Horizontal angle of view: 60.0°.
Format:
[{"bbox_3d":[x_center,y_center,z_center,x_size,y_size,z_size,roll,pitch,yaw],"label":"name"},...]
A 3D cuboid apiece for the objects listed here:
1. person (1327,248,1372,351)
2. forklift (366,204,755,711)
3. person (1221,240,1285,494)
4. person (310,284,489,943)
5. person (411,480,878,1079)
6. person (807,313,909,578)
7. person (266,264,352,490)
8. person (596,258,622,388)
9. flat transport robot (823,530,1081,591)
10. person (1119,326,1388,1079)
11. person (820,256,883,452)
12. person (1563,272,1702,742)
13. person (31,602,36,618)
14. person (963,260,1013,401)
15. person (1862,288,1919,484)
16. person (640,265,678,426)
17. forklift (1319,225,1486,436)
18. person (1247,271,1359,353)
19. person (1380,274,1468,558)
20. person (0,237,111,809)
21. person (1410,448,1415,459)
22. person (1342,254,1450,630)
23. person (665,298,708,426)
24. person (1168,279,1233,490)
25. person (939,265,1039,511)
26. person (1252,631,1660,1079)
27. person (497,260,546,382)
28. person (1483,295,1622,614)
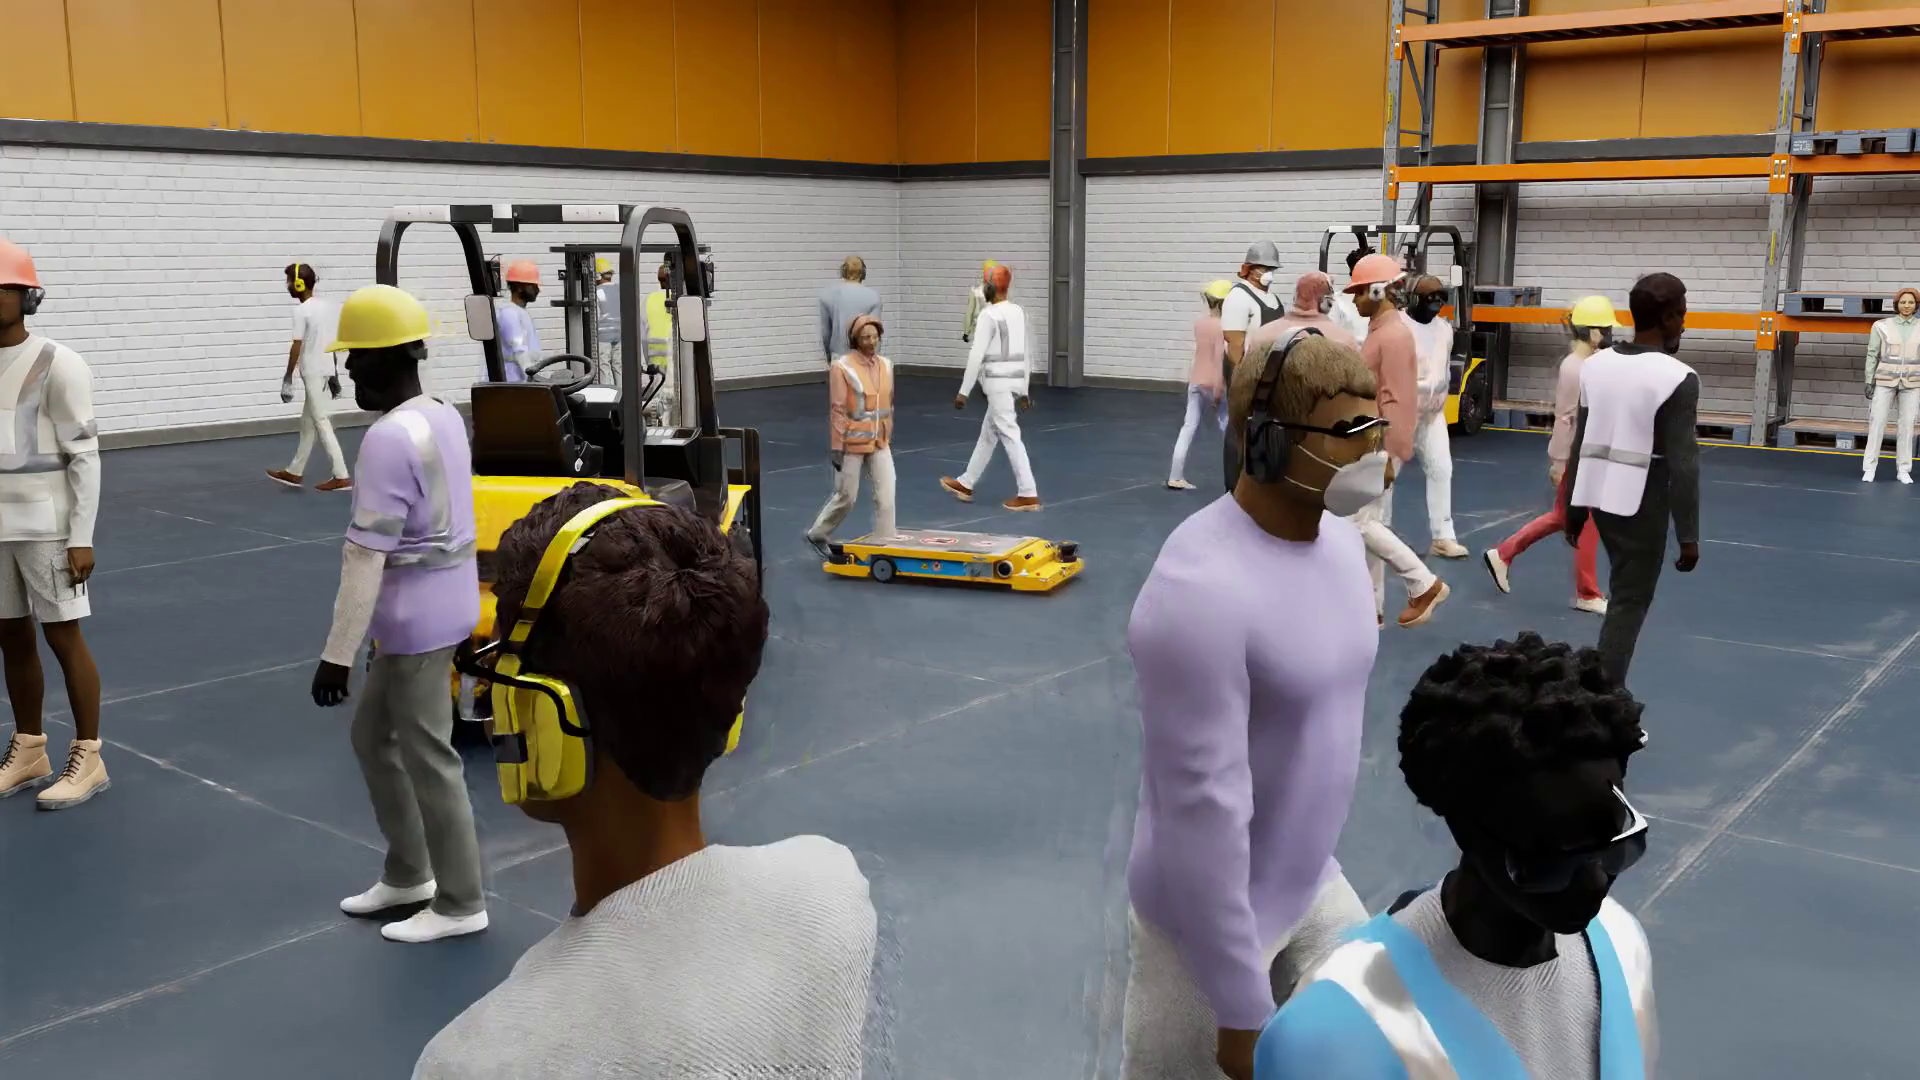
[{"bbox_3d":[3.329,-1.462,14.004,0.613,1.964,0.361,-4,11,-22],"label":"person"},{"bbox_3d":[-1.766,-0.406,7.525,1.214,2.155,2.313,1,10,7],"label":"forklift"},{"bbox_3d":[2.293,-1.268,12.725,0.535,2.000,0.684,7,12,34],"label":"person"},{"bbox_3d":[-1.664,0.239,4.743,0.603,1.909,0.600,-1,10,-6],"label":"person"},{"bbox_3d":[-0.195,0.874,1.381,0.602,1.855,0.516,7,12,33],"label":"person"},{"bbox_3d":[-0.656,-0.585,10.158,0.758,1.606,0.540,9,14,42],"label":"person"},{"bbox_3d":[-5.352,-1.306,13.491,0.788,1.836,0.559,1,10,4],"label":"person"},{"bbox_3d":[-4.094,-2.341,19.247,0.404,1.833,0.589,7,12,32],"label":"person"},{"bbox_3d":[-0.046,0.101,10.046,1.431,0.197,0.652,4,11,22],"label":"flat transport robot"},{"bbox_3d":[0.572,0.626,2.623,0.967,1.893,0.649,8,13,37],"label":"person"},{"bbox_3d":[-1.045,-1.788,16.049,0.634,1.893,1.006,1,10,8],"label":"person"},{"bbox_3d":[2.735,-0.108,6.663,0.542,1.902,0.629,-3,11,-17],"label":"person"},{"bbox_3d":[-5.099,-0.438,8.576,0.950,1.878,0.667,-10,14,-43],"label":"person"},{"bbox_3d":[0.363,-2.678,21.272,0.591,1.787,0.949,-4,11,-21],"label":"person"},{"bbox_3d":[7.871,-1.291,13.962,0.511,1.641,0.307,4,11,20],"label":"person"},{"bbox_3d":[-2.512,-1.523,14.694,0.631,1.843,0.429,5,11,27],"label":"person"},{"bbox_3d":[4.449,-2.115,16.993,1.214,2.155,2.313,8,13,38],"label":"forklift"},{"bbox_3d":[1.932,-0.563,9.318,0.631,1.850,0.968,4,11,21],"label":"person"},{"bbox_3d":[2.937,-0.773,10.632,0.649,1.813,0.808,-4,11,-20],"label":"person"},{"bbox_3d":[-3.371,-0.052,5.967,0.615,2.047,0.357,3,11,17],"label":"person"},{"bbox_3d":[3.776,-1.675,15.404,1.029,1.888,0.642,5,11,25],"label":"person"},{"bbox_3d":[2.196,-0.482,8.581,0.502,1.967,0.625,1,10,7],"label":"person"},{"bbox_3d":[-2.176,-1.240,13.743,0.679,1.602,0.519,3,11,16],"label":"person"},{"bbox_3d":[2.093,-1.259,13.579,0.894,1.718,0.528,-5,11,-25],"label":"person"},{"bbox_3d":[0.226,-1.153,12.633,0.970,1.833,0.598,6,12,31],"label":"person"},{"bbox_3d":[0.495,0.896,1.712,0.549,1.677,0.409,-8,13,-36],"label":"person"},{"bbox_3d":[-3.324,-1.182,12.696,0.972,1.889,0.556,0,10,1],"label":"person"},{"bbox_3d":[3.321,-0.481,9.187,0.760,1.741,0.520,6,12,30],"label":"person"}]
